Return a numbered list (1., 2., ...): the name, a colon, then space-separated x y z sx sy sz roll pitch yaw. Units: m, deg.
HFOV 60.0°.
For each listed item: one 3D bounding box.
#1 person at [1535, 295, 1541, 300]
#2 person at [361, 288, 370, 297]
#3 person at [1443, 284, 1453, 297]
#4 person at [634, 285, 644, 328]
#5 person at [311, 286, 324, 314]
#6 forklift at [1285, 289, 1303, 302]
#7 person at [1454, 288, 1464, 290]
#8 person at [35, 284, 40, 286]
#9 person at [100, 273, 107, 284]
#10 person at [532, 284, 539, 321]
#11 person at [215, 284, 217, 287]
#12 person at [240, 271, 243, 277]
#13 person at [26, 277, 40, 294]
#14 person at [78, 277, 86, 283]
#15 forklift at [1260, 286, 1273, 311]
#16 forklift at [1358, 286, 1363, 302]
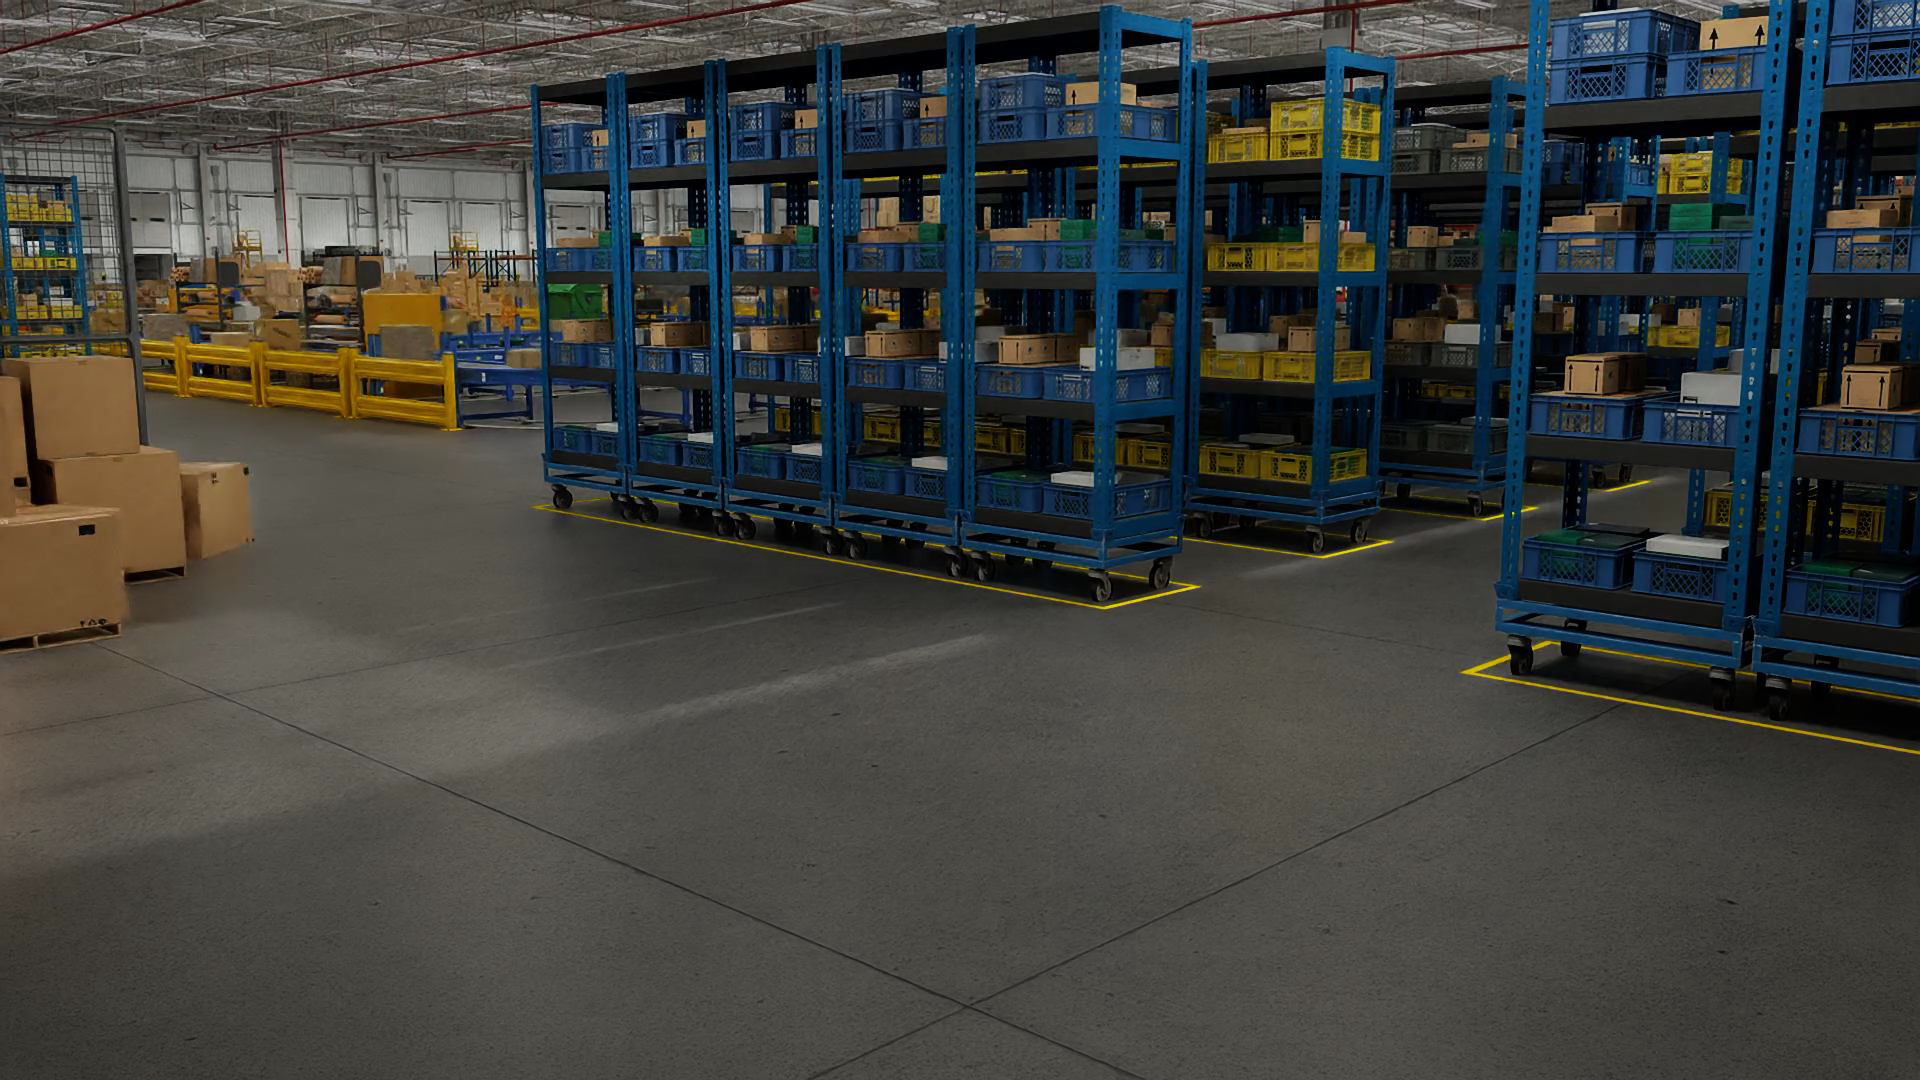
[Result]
1. person: 15.381 -6.148 44.924 0.580 1.816 0.423 -2 9 -10
2. person: -19.727 -7.862 55.031 0.542 1.938 0.358 9 13 43
3. person: 13.144 -6.018 44.521 0.576 1.674 0.533 4 10 21
4. person: -10.263 -7.342 52.895 0.839 1.593 0.502 7 12 37
5. person: -21.163 -7.824 54.884 0.607 1.920 0.993 7 12 37
6. forklift: 11.282 -8.294 54.796 1.129 2.768 1.873 8 12 42
7. person: 17.879 -8.540 59.631 0.734 1.795 0.600 0 9 3
8. person: -29.951 -7.629 53.832 0.517 1.865 0.327 3 10 20
9. person: -41.181 -11.883 79.839 0.899 1.896 0.595 -4 10 -24
10. person: -16.161 -9.311 64.215 0.537 1.841 0.847 8 12 41
11. person: -26.096 -8.328 58.575 0.925 1.718 0.529 -9 13 -42
12. person: -37.166 -12.952 86.226 0.545 1.942 0.351 8 12 41
13. person: -29.686 -7.557 53.276 0.451 1.901 0.588 -1 9 -4
14. person: -45.077 -12.828 85.309 0.386 1.996 0.611 4 10 25
15. forklift: 9.161 -7.909 52.435 1.129 2.768 1.873 -1 9 -5
16. forklift: 11.100 -7.017 46.970 1.873 2.768 1.129 9 13 43
